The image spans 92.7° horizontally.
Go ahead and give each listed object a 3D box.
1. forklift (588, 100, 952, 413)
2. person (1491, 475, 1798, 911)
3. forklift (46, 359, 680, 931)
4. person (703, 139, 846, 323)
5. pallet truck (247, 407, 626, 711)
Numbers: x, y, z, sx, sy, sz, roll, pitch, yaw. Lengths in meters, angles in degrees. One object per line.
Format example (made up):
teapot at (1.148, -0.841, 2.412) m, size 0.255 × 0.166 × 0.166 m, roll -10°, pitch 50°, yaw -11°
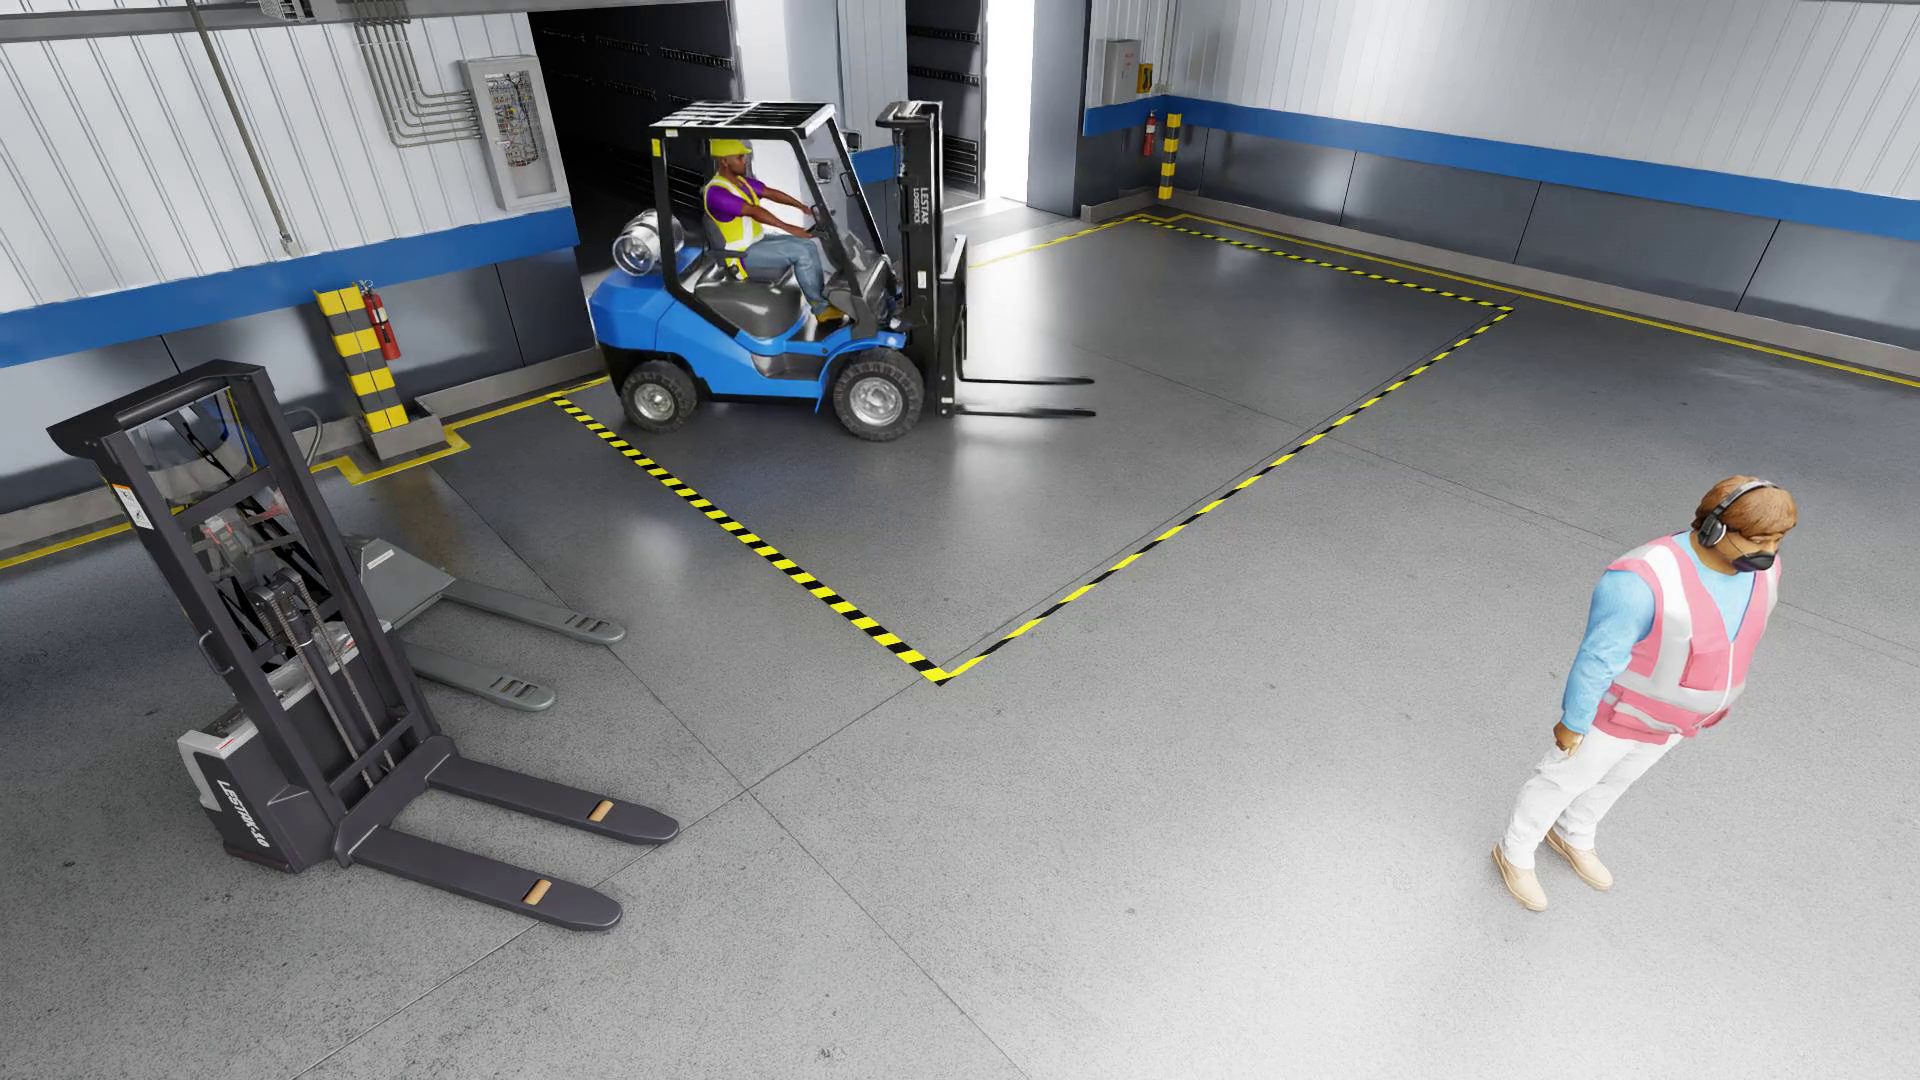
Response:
forklift at (-1.335, -2.081, 6.718) m, size 2.680 × 2.036 × 1.157 m, roll 3°, pitch 34°, yaw 5°
person at (2.399, 0.591, 3.242) m, size 0.632 × 1.842 × 0.429 m, roll -9°, pitch 35°, yaw -13°
forklift at (-2.135, 0.422, 3.354) m, size 1.885 × 1.965 × 0.823 m, roll 10°, pitch 35°, yaw 14°
person at (-1.276, -2.229, 6.602) m, size 1.004 × 1.294 × 0.635 m, roll 3°, pitch 34°, yaw 5°
pallet truck at (-2.628, 0.038, 4.590) m, size 1.601 × 1.201 × 0.680 m, roll 12°, pitch 36°, yaw 18°
